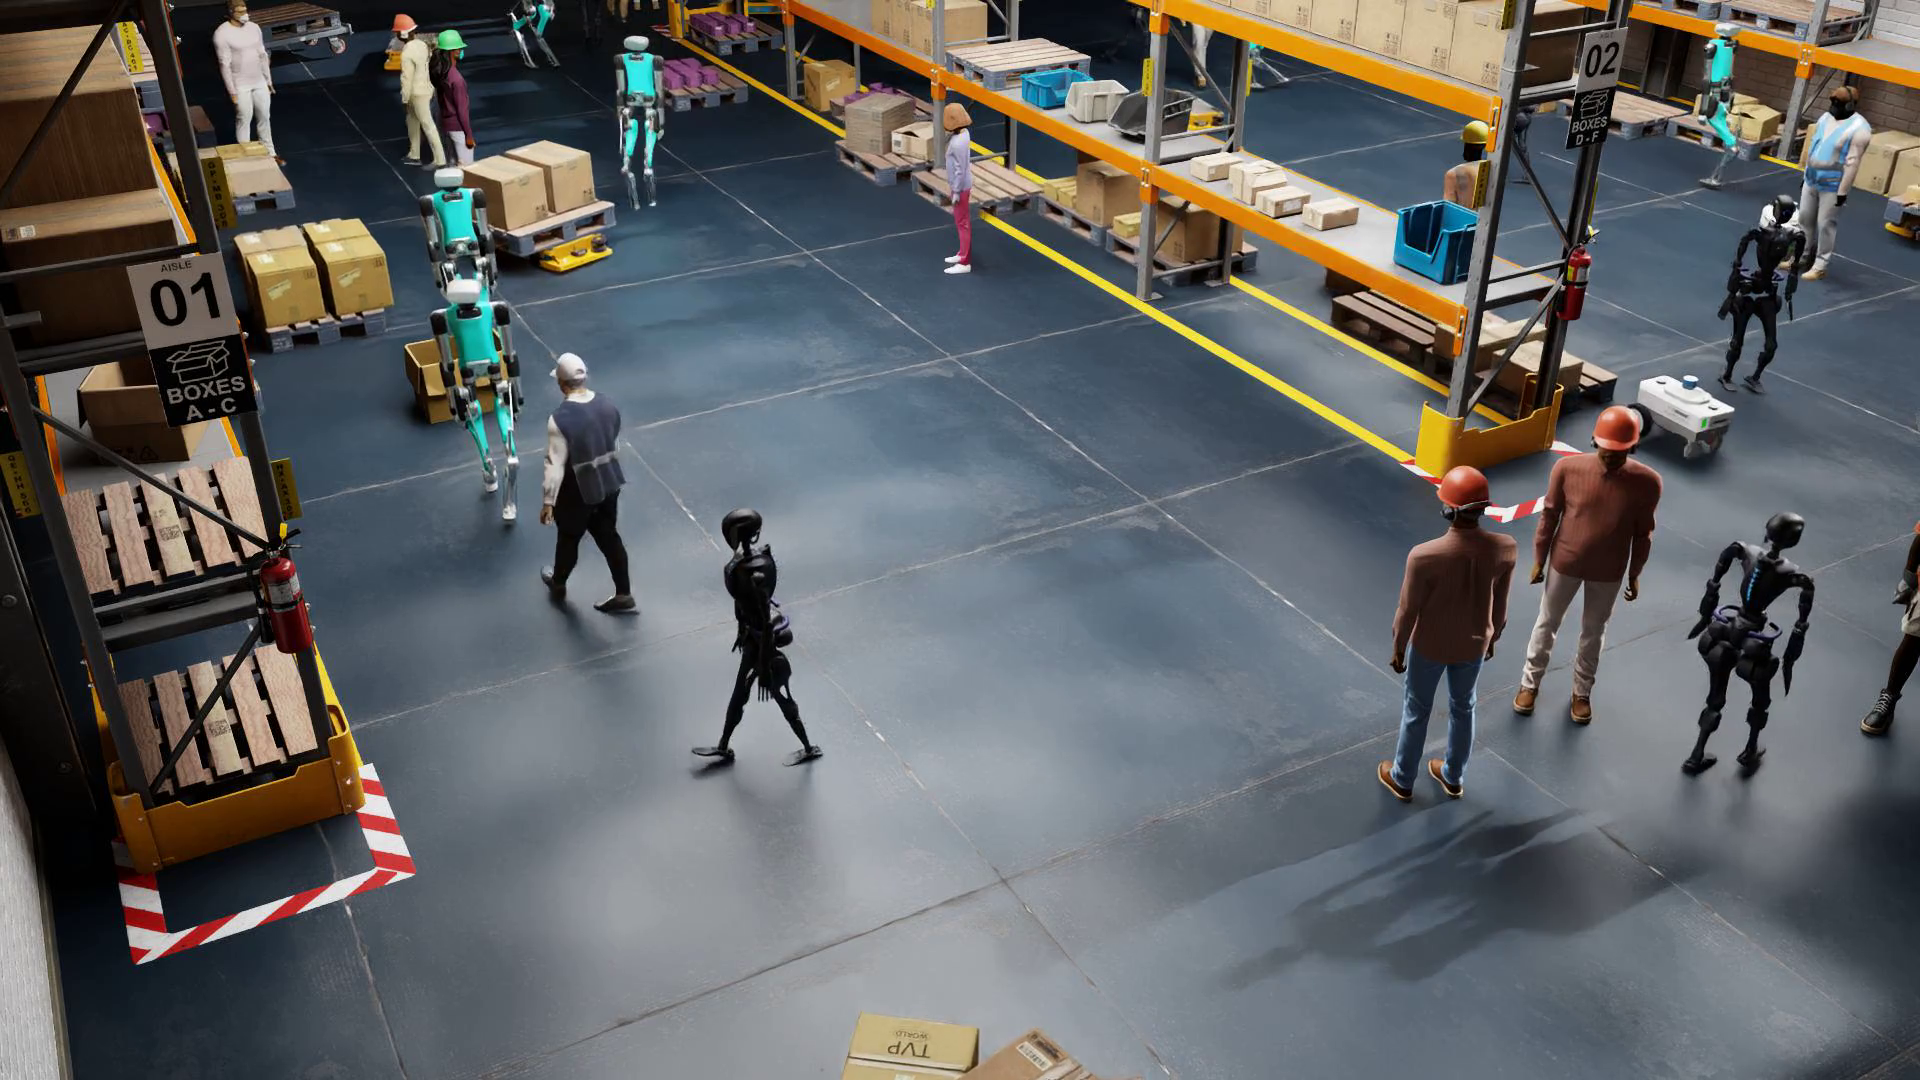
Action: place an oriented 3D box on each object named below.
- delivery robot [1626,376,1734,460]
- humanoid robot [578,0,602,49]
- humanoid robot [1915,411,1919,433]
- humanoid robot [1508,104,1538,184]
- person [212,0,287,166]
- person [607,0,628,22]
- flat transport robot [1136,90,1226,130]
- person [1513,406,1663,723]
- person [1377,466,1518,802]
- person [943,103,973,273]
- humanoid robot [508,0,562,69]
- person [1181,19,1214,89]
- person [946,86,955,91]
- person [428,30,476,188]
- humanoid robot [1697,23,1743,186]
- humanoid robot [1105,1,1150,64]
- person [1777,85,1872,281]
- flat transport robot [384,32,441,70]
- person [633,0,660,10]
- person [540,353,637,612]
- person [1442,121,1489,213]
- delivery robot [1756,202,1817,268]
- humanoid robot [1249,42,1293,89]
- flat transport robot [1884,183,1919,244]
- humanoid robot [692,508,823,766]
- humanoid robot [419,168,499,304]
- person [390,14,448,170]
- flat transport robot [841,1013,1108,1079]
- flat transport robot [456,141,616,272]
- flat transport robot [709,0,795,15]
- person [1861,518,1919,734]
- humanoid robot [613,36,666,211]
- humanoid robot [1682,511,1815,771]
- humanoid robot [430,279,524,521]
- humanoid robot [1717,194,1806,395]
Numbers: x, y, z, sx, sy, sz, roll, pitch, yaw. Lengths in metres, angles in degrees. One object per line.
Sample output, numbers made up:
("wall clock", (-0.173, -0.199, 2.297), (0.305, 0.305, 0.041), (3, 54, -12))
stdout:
("delivery robot", (5.565, -0.985, 12.856), (0.524, 0.614, 0.786), (-13, 32, -22))
("humanoid robot", (-5.306, -7.906, 23.778), (0.609, 1.632, 0.654), (-4, 30, -7))
("humanoid robot", (7.866, -1.627, 12.765), (0.590, 1.773, 0.879), (-20, 36, -31))
("humanoid robot", (6.080, -4.709, 18.202), (0.639, 1.638, 0.592), (12, 32, 20))
("person", (-7.969, -5.101, 18.630), (0.372, 1.932, 0.632), (15, 33, 24))
("person", (-5.244, -8.794, 25.283), (0.557, 1.693, 0.866), (-3, 30, -5))
("flat transport robot", (2.729, -5.329, 20.687), (0.659, 0.231, 1.431), (-9, 31, -15))
("person", (3.562, 0.143, 9.431), (0.613, 1.993, 0.393), (10, 31, 17))
("person", (2.562, 0.521, 8.786), (0.610, 1.986, 0.402), (-4, 30, -8))
("person", (-0.019, -3.359, 15.885), (0.286, 1.632, 0.499), (2, 30, 4))
("humanoid robot", (-5.774, -7.219, 22.473), (0.932, 1.728, 0.553), (23, 37, 34))
("person", (3.246, -6.863, 21.769), (0.599, 1.844, 0.901), (-7, 31, -12))
("person", (-0.084, -6.843, 21.702), (0.406, 1.894, 0.659), (-14, 33, -23))
("person", (-5.185, -4.269, 17.169), (0.432, 1.944, 0.481), (-23, 37, -34))
("humanoid robot", (8.336, -4.599, 18.025), (0.540, 1.864, 0.762), (-21, 36, -31))
("humanoid robot", (2.396, -7.368, 22.867), (0.741, 1.634, 0.609), (5, 30, 8))
("person", (8.175, -3.371, 15.714), (0.432, 1.832, 0.642), (-8, 31, -14))
("flat transport robot", (-7.674, -6.881, 23.388), (0.659, 0.231, 1.431), (-5, 30, -8))
("person", (-4.960, -9.190, 25.844), (0.617, 1.836, 0.432), (-9, 31, -15))
("person", (-2.441, -0.336, 10.544), (0.792, 1.703, 0.801), (17, 34, 27))
("person", (4.341, -2.655, 14.368), (0.591, 1.925, 0.382), (-12, 32, -19))
("delivery robot", (8.133, -3.026, 16.391), (0.499, 0.596, 0.795), (6, 30, 10))
("humanoid robot", (3.965, -6.716, 21.609), (0.883, 1.746, 0.573), (1, 30, 2))
("flat transport robot", (10.167, -3.045, 16.711), (0.659, 0.231, 1.431), (-16, 33, -25))
("humanoid robot", (-1.126, 0.568, 9.037), (0.715, 1.628, 0.590), (-12, 32, -20))
("humanoid robot", (-4.020, -2.124, 13.608), (0.540, 1.700, 1.001), (-12, 32, -20))
("person", (-6.187, -5.001, 18.638), (0.713, 1.726, 0.577), (0, 30, 0))
("flat transport robot", (0.106, 2.693, 6.722), (0.659, 0.231, 1.431), (5, 30, 8))
("flat transport robot", (-4.208, -2.992, 16.619), (1.431, 0.231, 0.659), (22, 36, 33))
("flat transport robot", (-3.175, -8.317, 25.889), (1.431, 0.231, 0.659), (-3, 30, -6))
("person", (5.538, 0.278, 9.225), (0.603, 1.965, 0.368), (21, 36, 32))
("humanoid robot", (-3.397, -4.309, 17.494), (0.531, 1.821, 0.776), (4, 30, 7))
("humanoid robot", (4.304, 0.532, 9.079), (0.495, 1.652, 0.608), (-23, 37, -34))
("humanoid robot", (-3.280, -0.903, 11.511), (0.548, 1.732, 1.018), (-9, 31, -15))
("humanoid robot", (6.451, -1.980, 13.442), (0.589, 1.643, 0.350), (-1, 30, -2))
